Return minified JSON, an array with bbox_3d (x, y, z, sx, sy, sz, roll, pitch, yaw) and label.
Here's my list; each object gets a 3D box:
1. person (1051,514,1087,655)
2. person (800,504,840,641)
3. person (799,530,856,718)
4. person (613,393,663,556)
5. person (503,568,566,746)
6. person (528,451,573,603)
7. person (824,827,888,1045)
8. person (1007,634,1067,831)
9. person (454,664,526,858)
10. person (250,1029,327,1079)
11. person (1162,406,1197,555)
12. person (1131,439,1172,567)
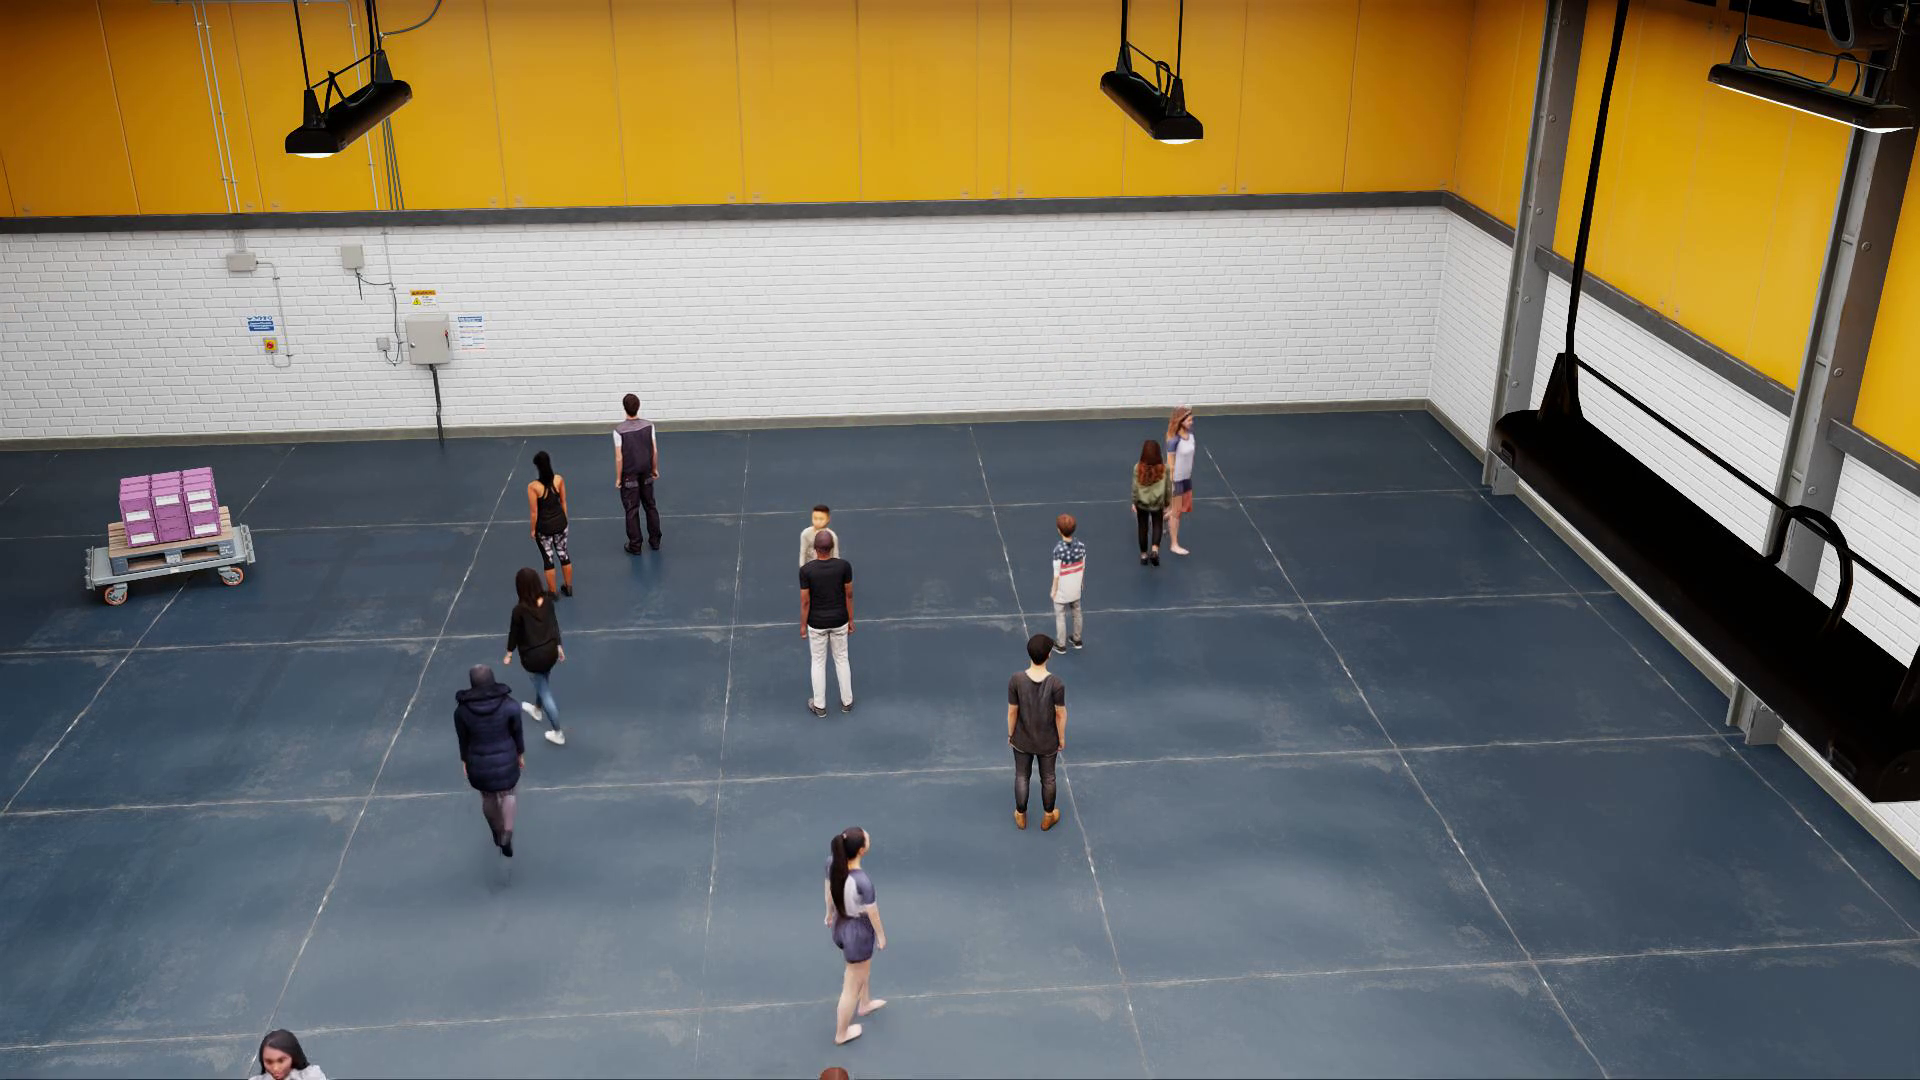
[{"bbox_3d":[1.058,0.419,16.358,0.585,1.439,0.589,-13,27,-28],"label":"person"},{"bbox_3d":[-1.380,0.308,16.589,0.642,1.458,0.732,3,24,8],"label":"person"},{"bbox_3d":[-1.210,0.754,15.137,0.716,1.804,0.655,-7,25,-16],"label":"person"},{"bbox_3d":[-3.597,-0.742,18.504,0.755,1.848,0.753,-15,28,-31],"label":"person"},{"bbox_3d":[-3.672,1.050,14.698,1.017,1.615,0.958,18,29,35],"label":"person"},{"bbox_3d":[-4.286,-0.166,17.403,0.658,1.674,0.693,-20,31,-38],"label":"person"},{"bbox_3d":[-0.774,2.648,11.016,0.863,1.634,0.815,-18,29,-35],"label":"person"},{"bbox_3d":[0.611,1.554,13.420,0.679,1.714,0.626,4,24,9],"label":"person"},{"bbox_3d":[-3.666,1.754,13.029,0.719,1.660,0.917,-5,24,-11],"label":"person"},{"bbox_3d":[-3.639,3.388,9.269,0.730,1.677,1.240,-5,24,-12],"label":"person"},{"bbox_3d":[2.366,-0.688,18.547,0.918,1.715,0.854,20,30,38],"label":"person"},{"bbox_3d":[2.071,-0.371,18.129,0.666,1.469,0.772,3,24,6],"label":"person"}]
